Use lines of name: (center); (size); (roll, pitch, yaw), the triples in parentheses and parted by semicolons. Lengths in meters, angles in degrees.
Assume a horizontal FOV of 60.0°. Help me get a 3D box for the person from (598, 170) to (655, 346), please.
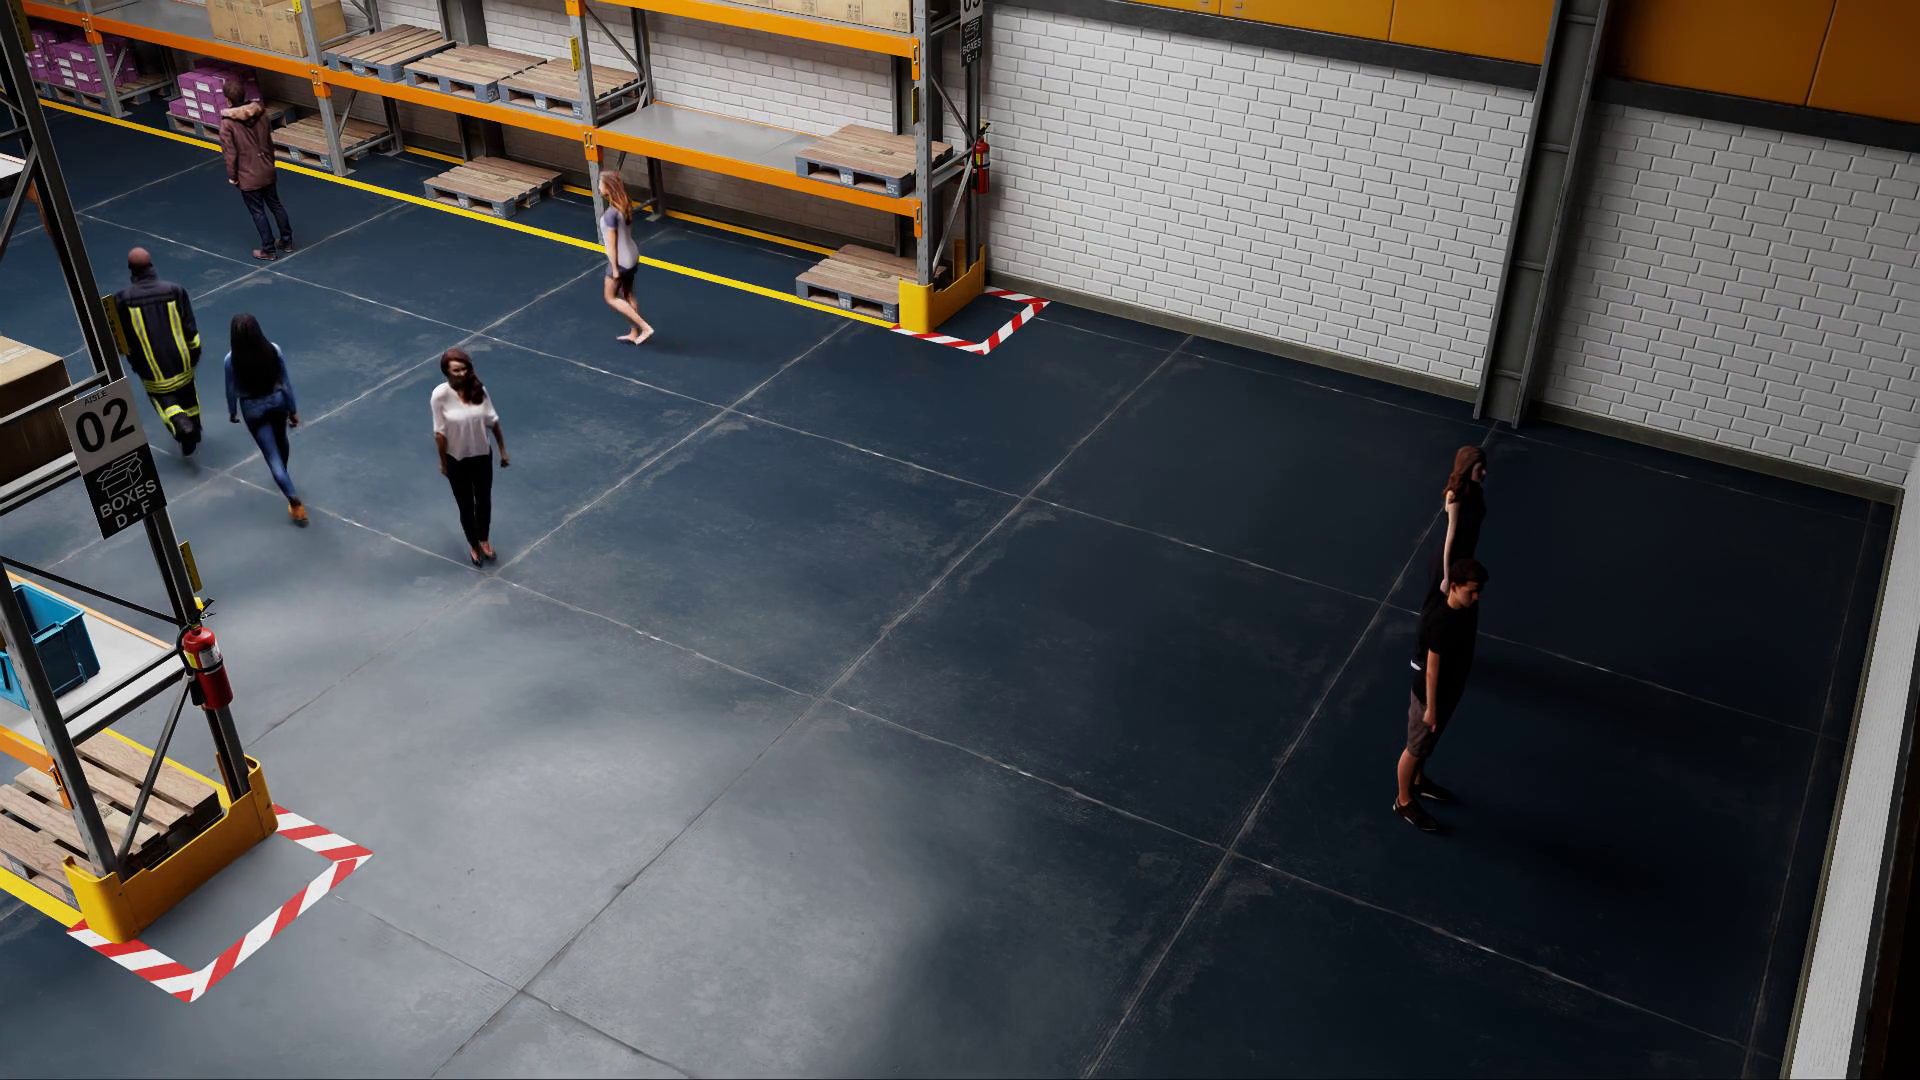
person: (-3.042, -2.577, 15.383); (0.748, 1.717, 0.689); (8, 34, 12)

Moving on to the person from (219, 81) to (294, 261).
person: (-7.253, -3.798, 17.102); (0.624, 1.847, 0.731); (18, 38, 25)

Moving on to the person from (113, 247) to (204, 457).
person: (-6.573, -1.534, 13.735); (0.993, 1.805, 1.153); (-21, 39, -28)

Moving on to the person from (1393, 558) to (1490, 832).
person: (2.887, 0.883, 10.047); (0.602, 1.861, 0.689); (21, 39, 28)

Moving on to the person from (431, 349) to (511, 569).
person: (-3.699, -0.641, 12.410); (0.703, 1.783, 0.689); (-24, 40, -31)

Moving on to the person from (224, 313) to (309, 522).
person: (-5.363, -0.919, 12.932); (0.943, 1.668, 1.253); (-23, 40, -30)

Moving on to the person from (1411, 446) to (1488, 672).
person: (3.330, 0.127, 11.288); (0.555, 1.747, 0.610); (23, 40, 31)
